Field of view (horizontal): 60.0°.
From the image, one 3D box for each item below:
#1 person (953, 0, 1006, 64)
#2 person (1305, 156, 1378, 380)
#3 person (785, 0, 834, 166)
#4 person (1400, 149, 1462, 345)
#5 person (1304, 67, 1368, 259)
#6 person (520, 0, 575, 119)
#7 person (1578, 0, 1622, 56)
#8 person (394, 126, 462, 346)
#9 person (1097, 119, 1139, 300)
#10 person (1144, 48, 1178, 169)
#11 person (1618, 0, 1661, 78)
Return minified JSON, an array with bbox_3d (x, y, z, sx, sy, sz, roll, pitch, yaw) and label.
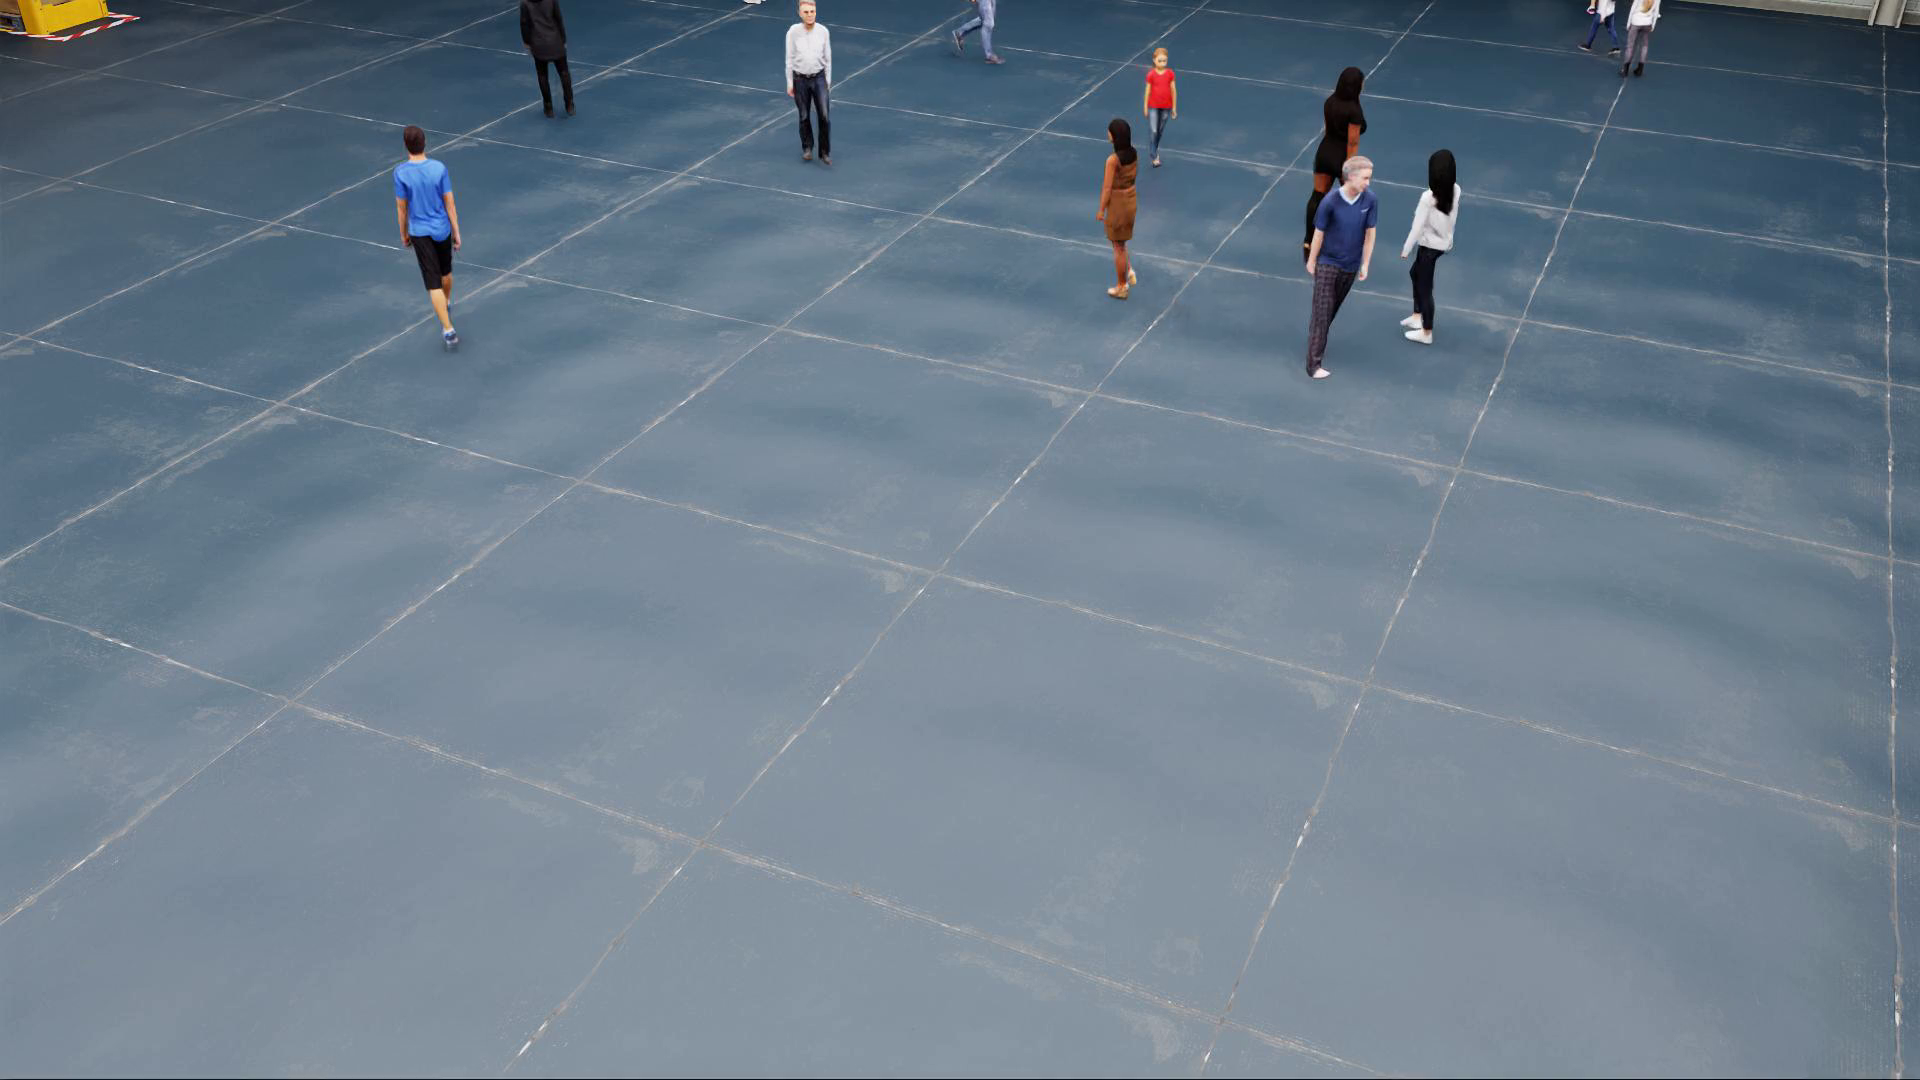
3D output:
[{"bbox_3d":[0.221,-7.084,21.405,1.025,1.828,0.662,15,35,23],"label":"person"},{"bbox_3d":[3.136,-2.309,13.859,1.226,1.803,1.199,-3,32,-4],"label":"person"},{"bbox_3d":[-1.669,-5.056,18.220,0.920,1.797,0.960,-5,33,-7],"label":"person"},{"bbox_3d":[4.117,-2.481,14.243,0.761,1.685,0.753,26,41,35],"label":"person"},{"bbox_3d":[3.513,-3.538,15.795,1.029,1.818,1.096,-22,39,-31],"label":"person"},{"bbox_3d":[-4.839,-5.816,19.450,0.767,1.770,0.845,-6,33,-10],"label":"person"},{"bbox_3d":[8.531,-6.903,21.815,0.688,1.084,0.881,-22,38,-30],"label":"person"},{"bbox_3d":[-4.521,-2.562,14.248,1.134,1.817,1.264,-14,35,-21],"label":"person"},{"bbox_3d":[1.512,-2.947,14.989,0.594,1.677,0.567,18,36,26],"label":"person"},{"bbox_3d":[2.172,-4.756,18.229,0.862,1.280,0.827,-5,33,-7],"label":"person"},{"bbox_3d":[8.598,-6.497,20.991,0.534,1.278,0.624,3,32,4],"label":"person"}]
